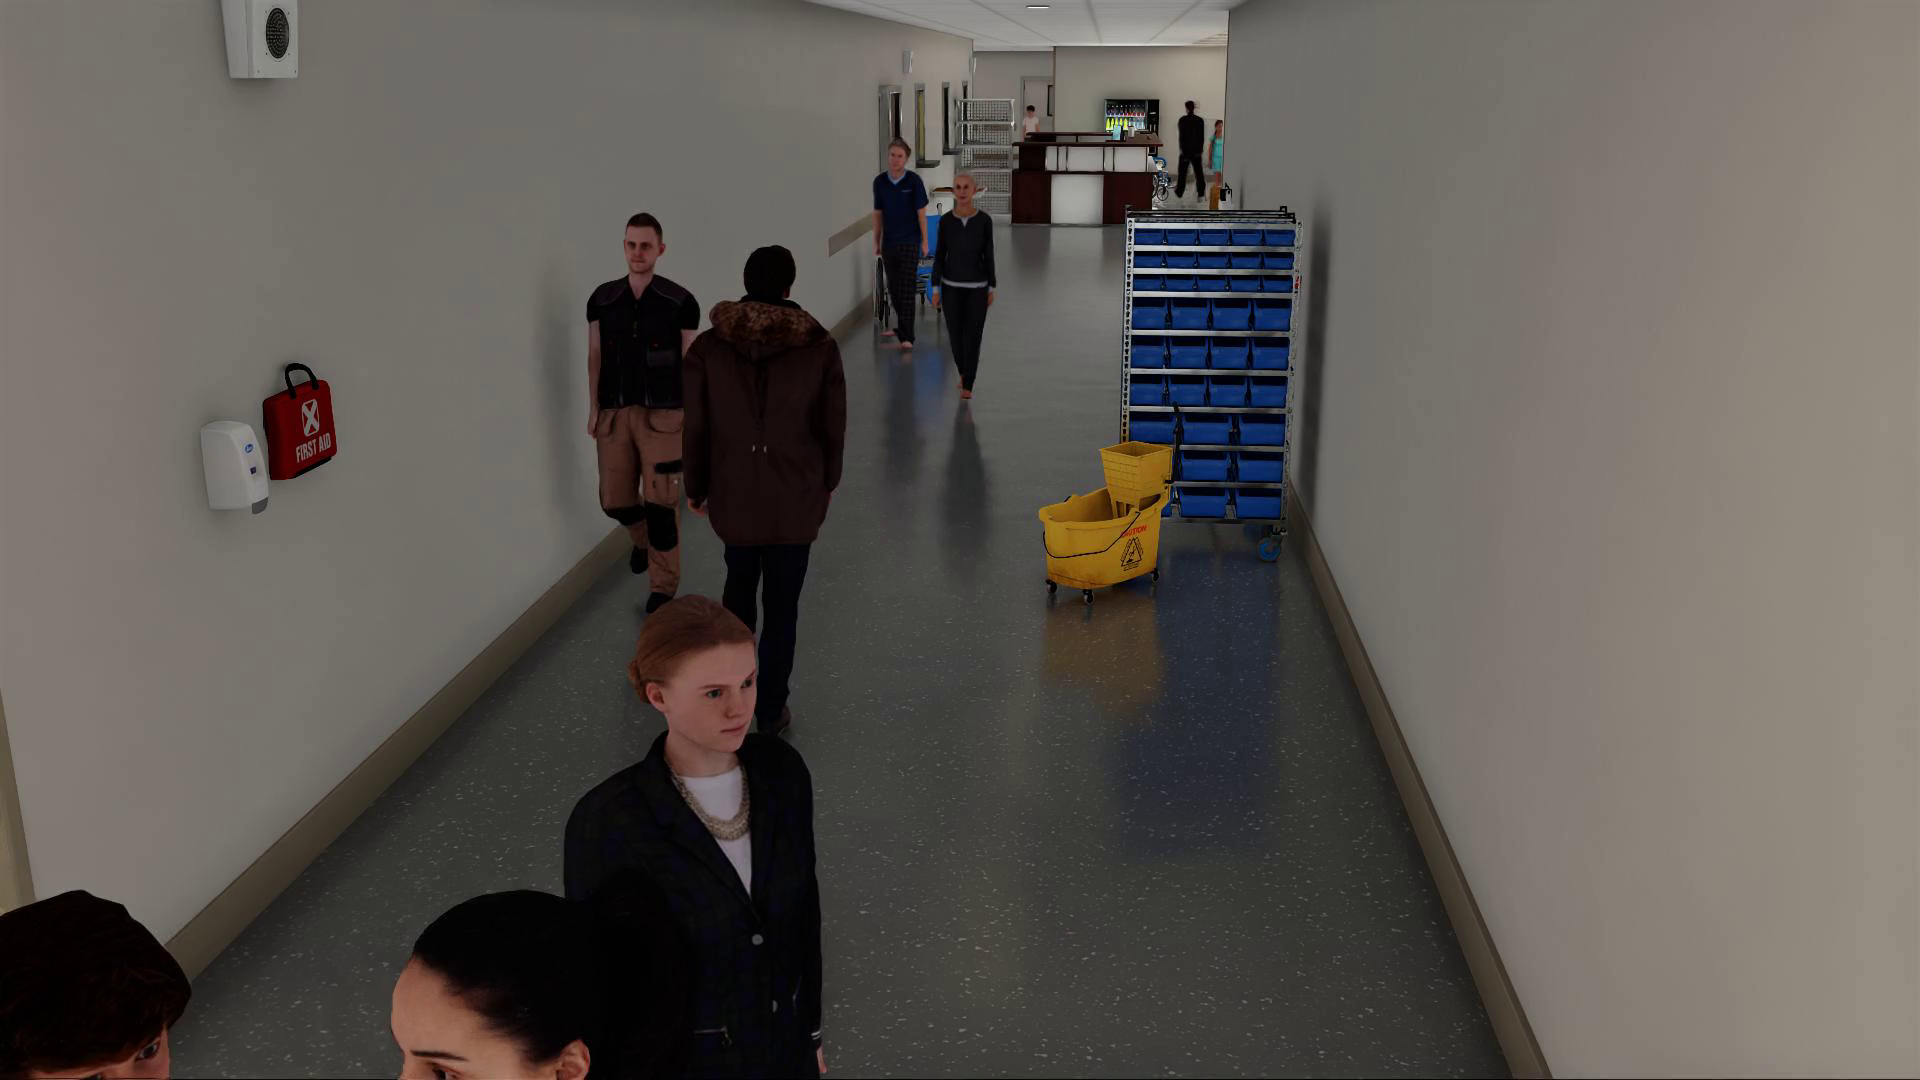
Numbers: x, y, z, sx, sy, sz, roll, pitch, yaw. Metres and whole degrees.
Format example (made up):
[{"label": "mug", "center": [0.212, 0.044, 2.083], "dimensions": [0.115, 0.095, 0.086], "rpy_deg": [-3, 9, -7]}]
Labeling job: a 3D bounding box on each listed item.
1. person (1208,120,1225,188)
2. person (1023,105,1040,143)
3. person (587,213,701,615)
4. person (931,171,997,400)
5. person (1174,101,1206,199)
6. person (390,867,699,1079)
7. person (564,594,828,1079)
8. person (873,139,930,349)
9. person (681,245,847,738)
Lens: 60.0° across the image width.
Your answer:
[{"label": "person", "center": [4.924, -7.264, 31.921], "dimensions": [0.873, 1.535, 0.825], "rpy_deg": [-6, 17, -21]}, {"label": "person", "center": [1.741, -9.704, 40.450], "dimensions": [1.059, 1.603, 0.633], "rpy_deg": [1, 16, 3]}, {"label": "person", "center": [-1.450, -0.596, 7.743], "dimensions": [0.810, 1.820, 0.742], "rpy_deg": [1, 16, 5]}, {"label": "person", "center": [0.039, -1.934, 12.750], "dimensions": [1.030, 1.679, 0.710], "rpy_deg": [2, 16, 6]}, {"label": "person", "center": [4.474, -7.474, 32.085], "dimensions": [1.297, 1.849, 0.910], "rpy_deg": [-1, 16, -4]}, {"label": "person", "center": [-0.397, 1.154, 1.637], "dimensions": [0.662, 1.765, 0.755], "rpy_deg": [10, 19, 33]}, {"label": "person", "center": [-0.412, 0.890, 2.724], "dimensions": [0.695, 1.684, 0.739], "rpy_deg": [-15, 22, -42]}, {"label": "person", "center": [-0.534, -2.670, 15.080], "dimensions": [1.005, 1.831, 1.014], "rpy_deg": [9, 18, 30]}, {"label": "person", "center": [-0.728, -0.132, 6.090], "dimensions": [0.596, 1.824, 0.804], "rpy_deg": [0, 16, 0]}]
